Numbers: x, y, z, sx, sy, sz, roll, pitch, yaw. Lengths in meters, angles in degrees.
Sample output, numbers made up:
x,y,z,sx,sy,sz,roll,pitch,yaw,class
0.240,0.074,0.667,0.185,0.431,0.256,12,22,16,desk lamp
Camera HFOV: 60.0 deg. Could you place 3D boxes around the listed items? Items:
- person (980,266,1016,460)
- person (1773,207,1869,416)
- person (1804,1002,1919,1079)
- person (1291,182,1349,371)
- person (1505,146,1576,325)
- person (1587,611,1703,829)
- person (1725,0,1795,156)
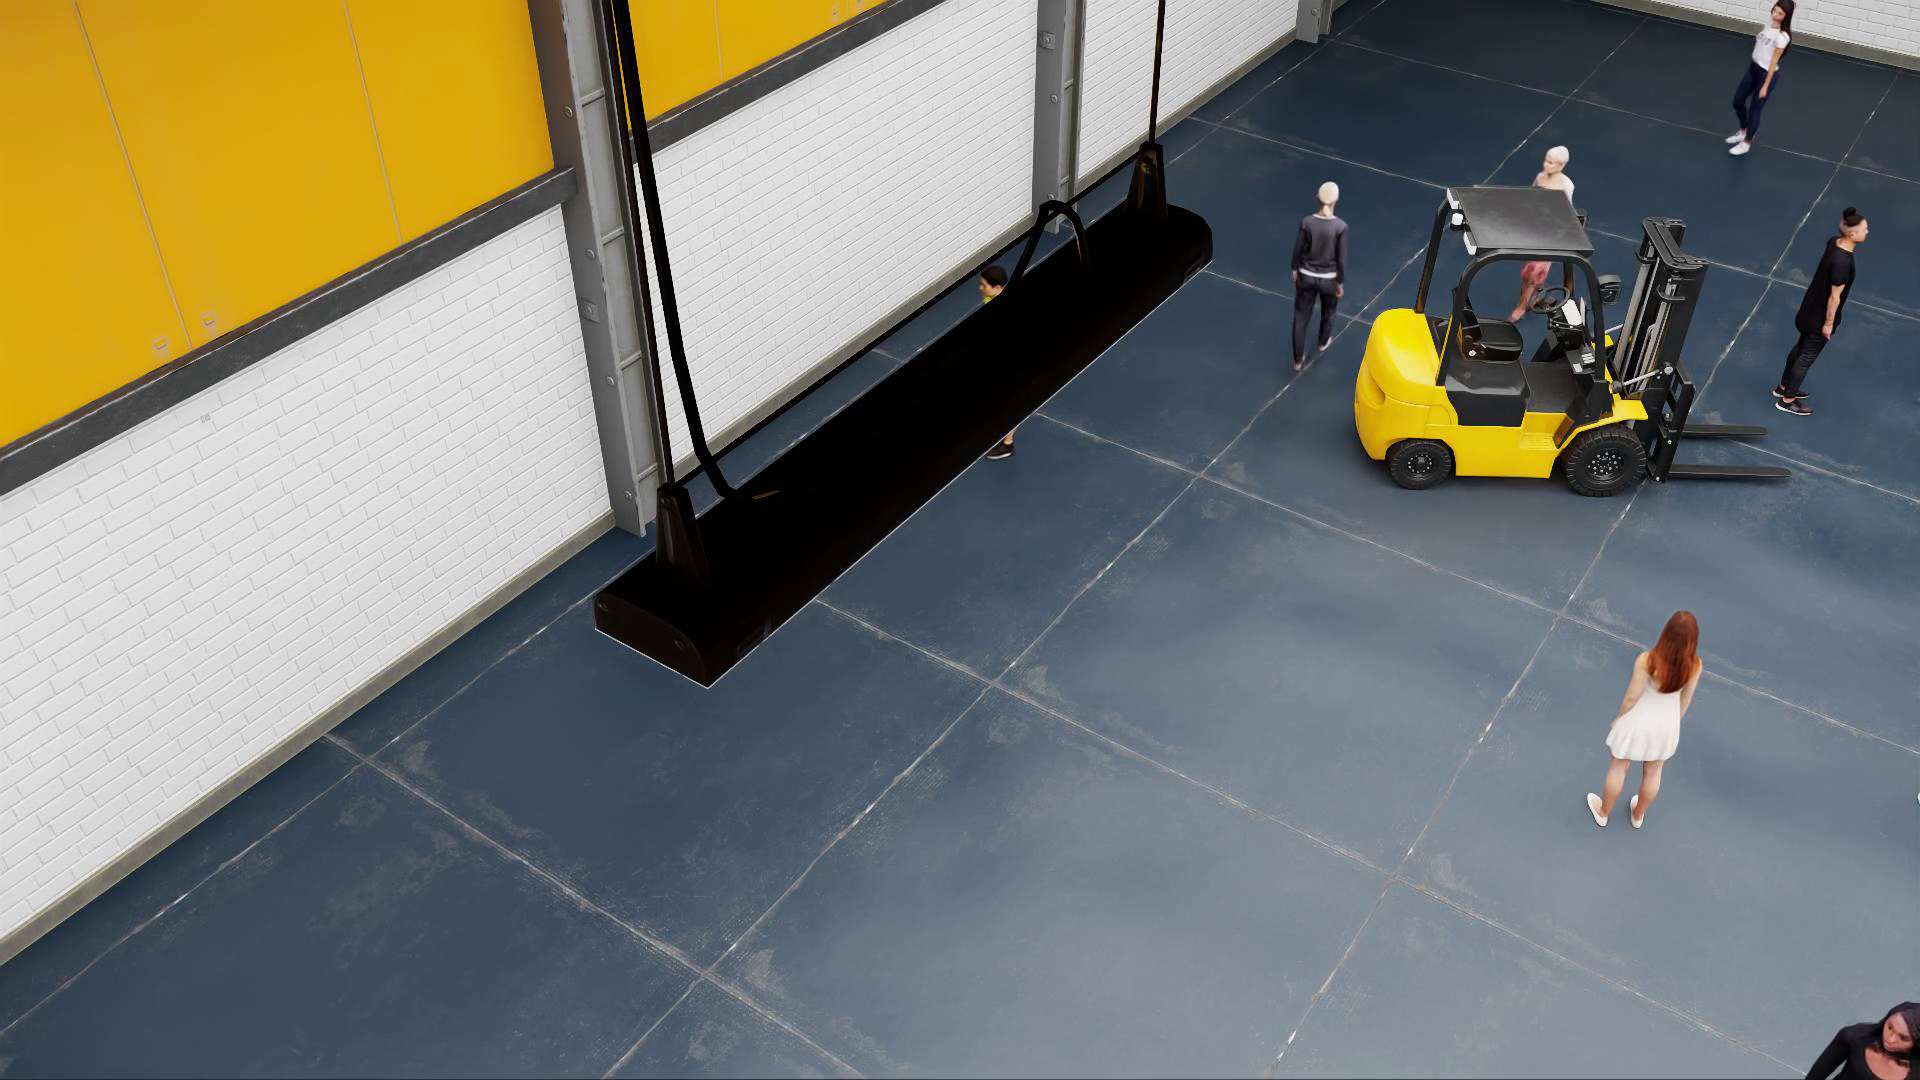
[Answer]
x,y,z,sx,sy,sz,roll,pitch,yaw,class
0.316,-1.445,13.335,0.710,1.705,0.688,-13,40,-16,person
7.165,-1.926,13.810,0.811,1.864,0.647,10,40,12,person
4.390,2.775,8.078,1.231,1.672,0.916,-23,44,-26,person
3.070,-2.230,14.316,0.789,1.707,0.937,12,40,15,person
5.339,-2.785,15.039,0.914,1.673,0.807,-18,42,-22,person
4.205,1.104,10.138,0.642,1.712,0.667,4,39,5,person
8.522,-4.900,17.622,0.827,1.754,0.766,0,39,0,person
